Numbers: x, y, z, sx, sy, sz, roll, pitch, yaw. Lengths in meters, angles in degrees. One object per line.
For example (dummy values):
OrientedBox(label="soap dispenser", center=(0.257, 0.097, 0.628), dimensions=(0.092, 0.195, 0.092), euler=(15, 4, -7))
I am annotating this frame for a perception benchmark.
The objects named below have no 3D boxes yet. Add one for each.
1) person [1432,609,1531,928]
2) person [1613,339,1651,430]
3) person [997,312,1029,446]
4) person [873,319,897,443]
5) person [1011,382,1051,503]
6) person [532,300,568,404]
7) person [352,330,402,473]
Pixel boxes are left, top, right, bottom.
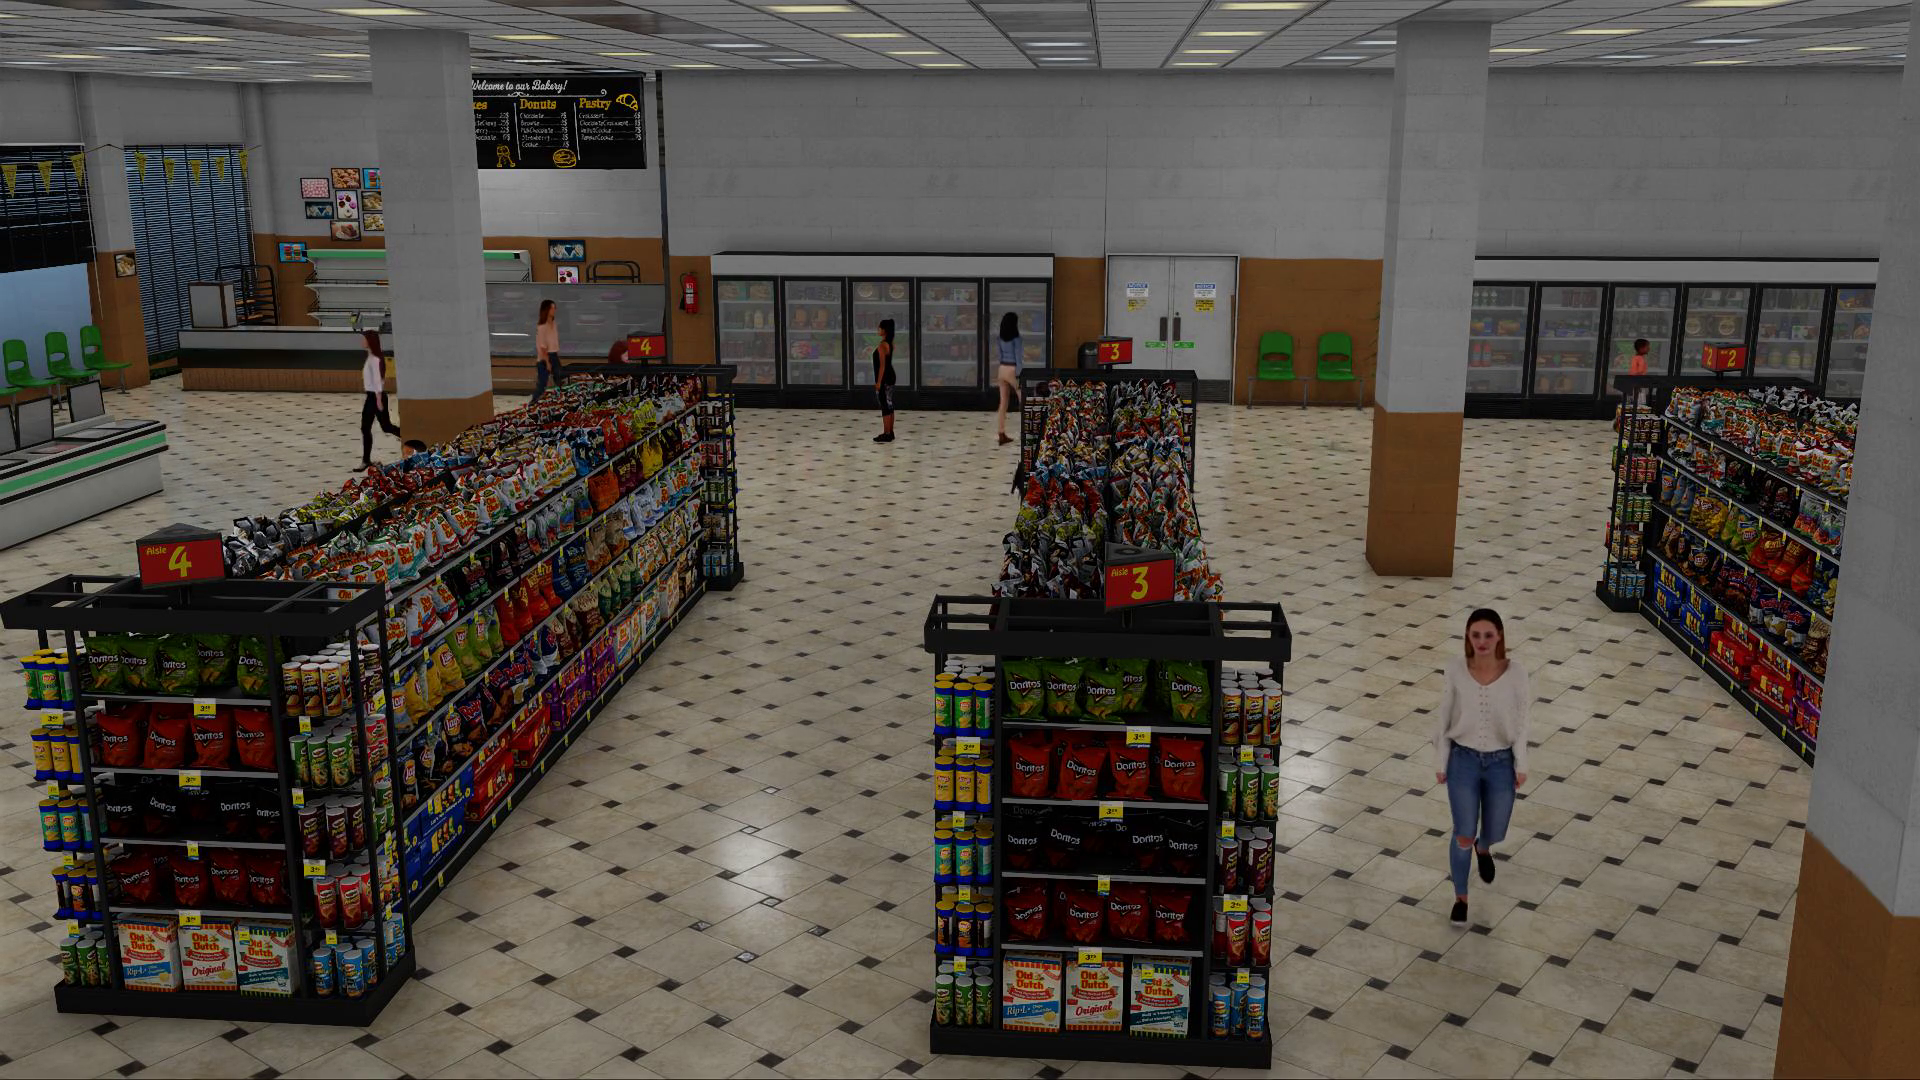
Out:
OrientedBox(label="person", center=(2.720, 1.162, 8.689), dimensions=(0.728, 1.680, 0.877), euler=(4, 14, 17))
OrientedBox(label="person", center=(9.342, -2.137, 23.139), dimensions=(0.590, 1.280, 0.823), euler=(0, 14, 1))
OrientedBox(label="person", center=(0.611, -2.130, 22.099), dimensions=(0.913, 1.757, 1.004), euler=(12, 18, 41))
OrientedBox(label="person", center=(-1.004, -2.167, 22.457), dimensions=(0.663, 1.660, 0.488), euler=(3, 14, 13))
OrientedBox(label="person", center=(0.873, -0.714, 16.439), dimensions=(0.861, 1.673, 0.794), euler=(10, 17, 37))
OrientedBox(label="person", center=(-5.929, -2.493, 23.648), dimensions=(0.954, 1.731, 1.181), euler=(6, 15, 25))
OrientedBox(label="person", center=(-7.018, -1.676, 20.278), dimensions=(0.866, 1.732, 1.104), euler=(-3, 14, -11))
